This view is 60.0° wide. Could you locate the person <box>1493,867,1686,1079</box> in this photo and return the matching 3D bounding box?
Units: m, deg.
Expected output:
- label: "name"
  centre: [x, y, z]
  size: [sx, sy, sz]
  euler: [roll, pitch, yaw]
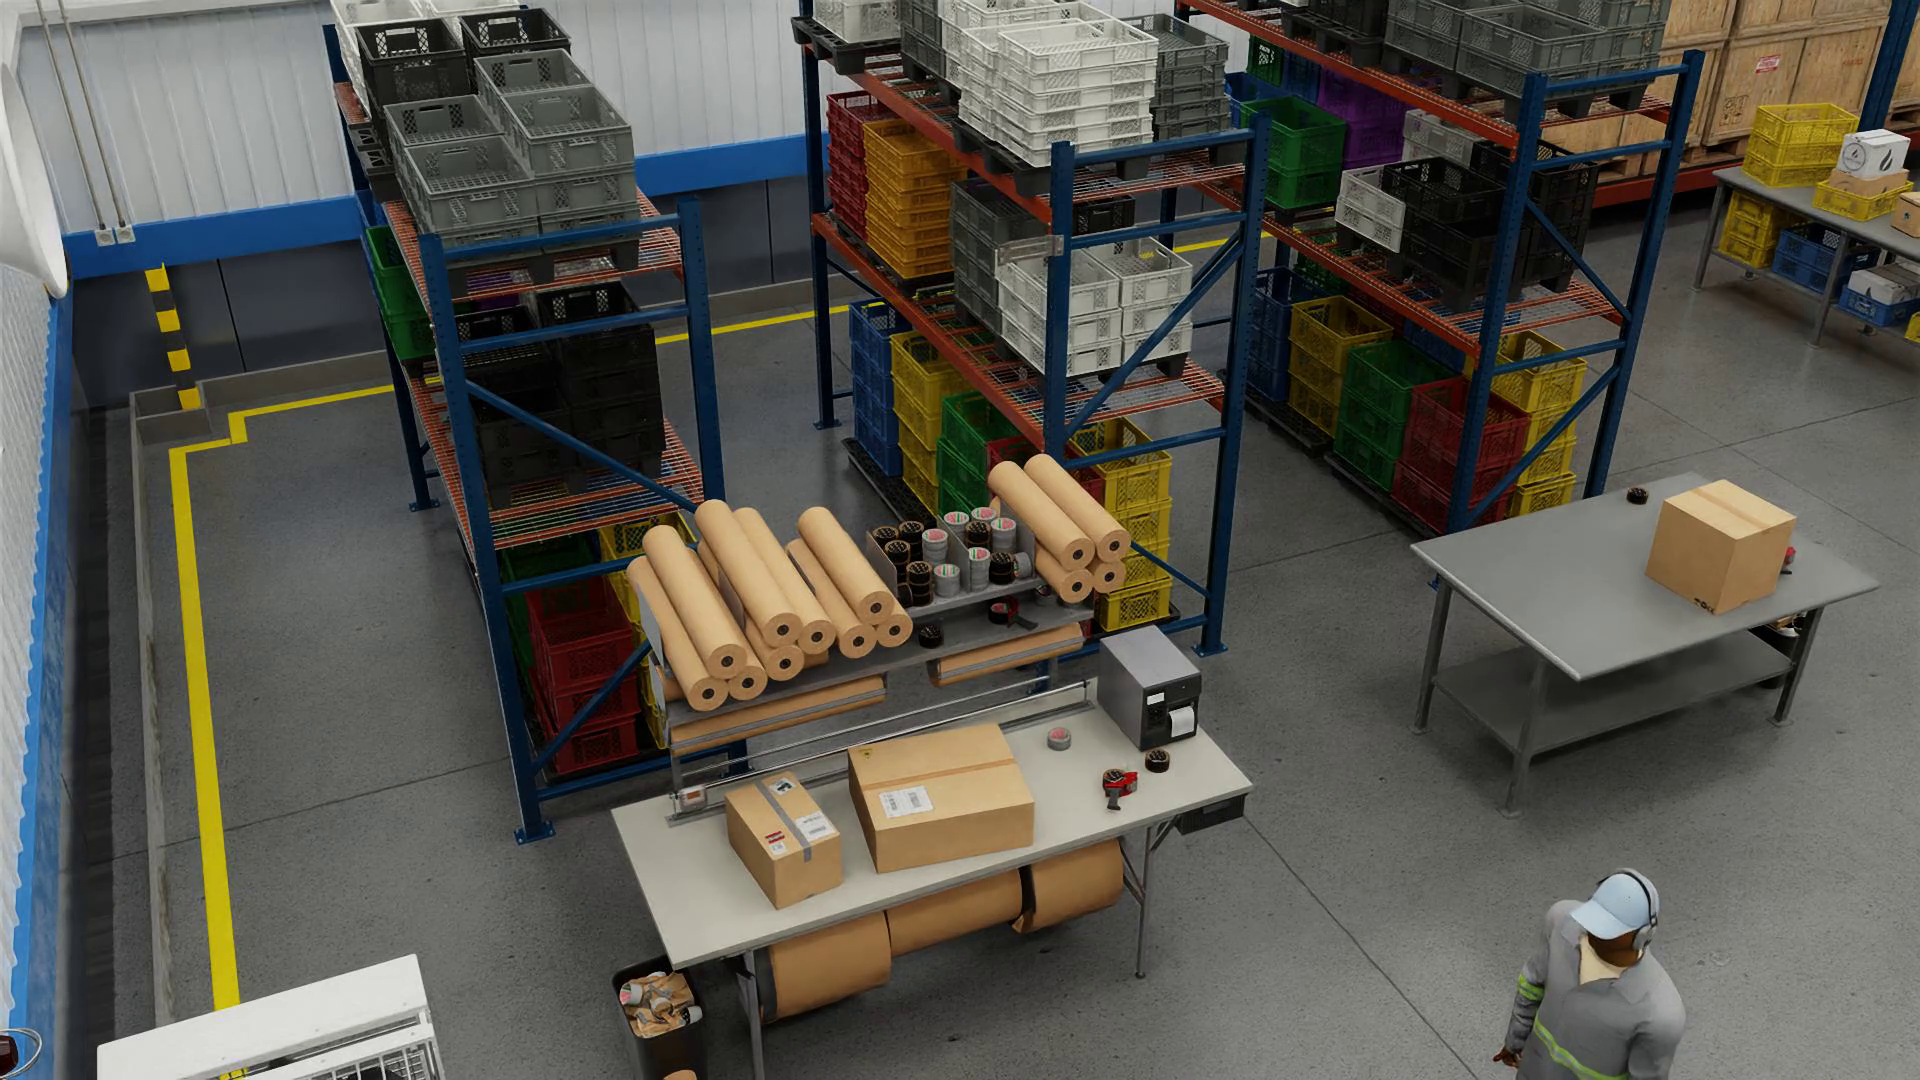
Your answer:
- label: "person"
  centre: [2.021, 1.807, 5.527]
  size: [0.370, 1.852, 0.588]
  euler: [-14, 34, -22]
